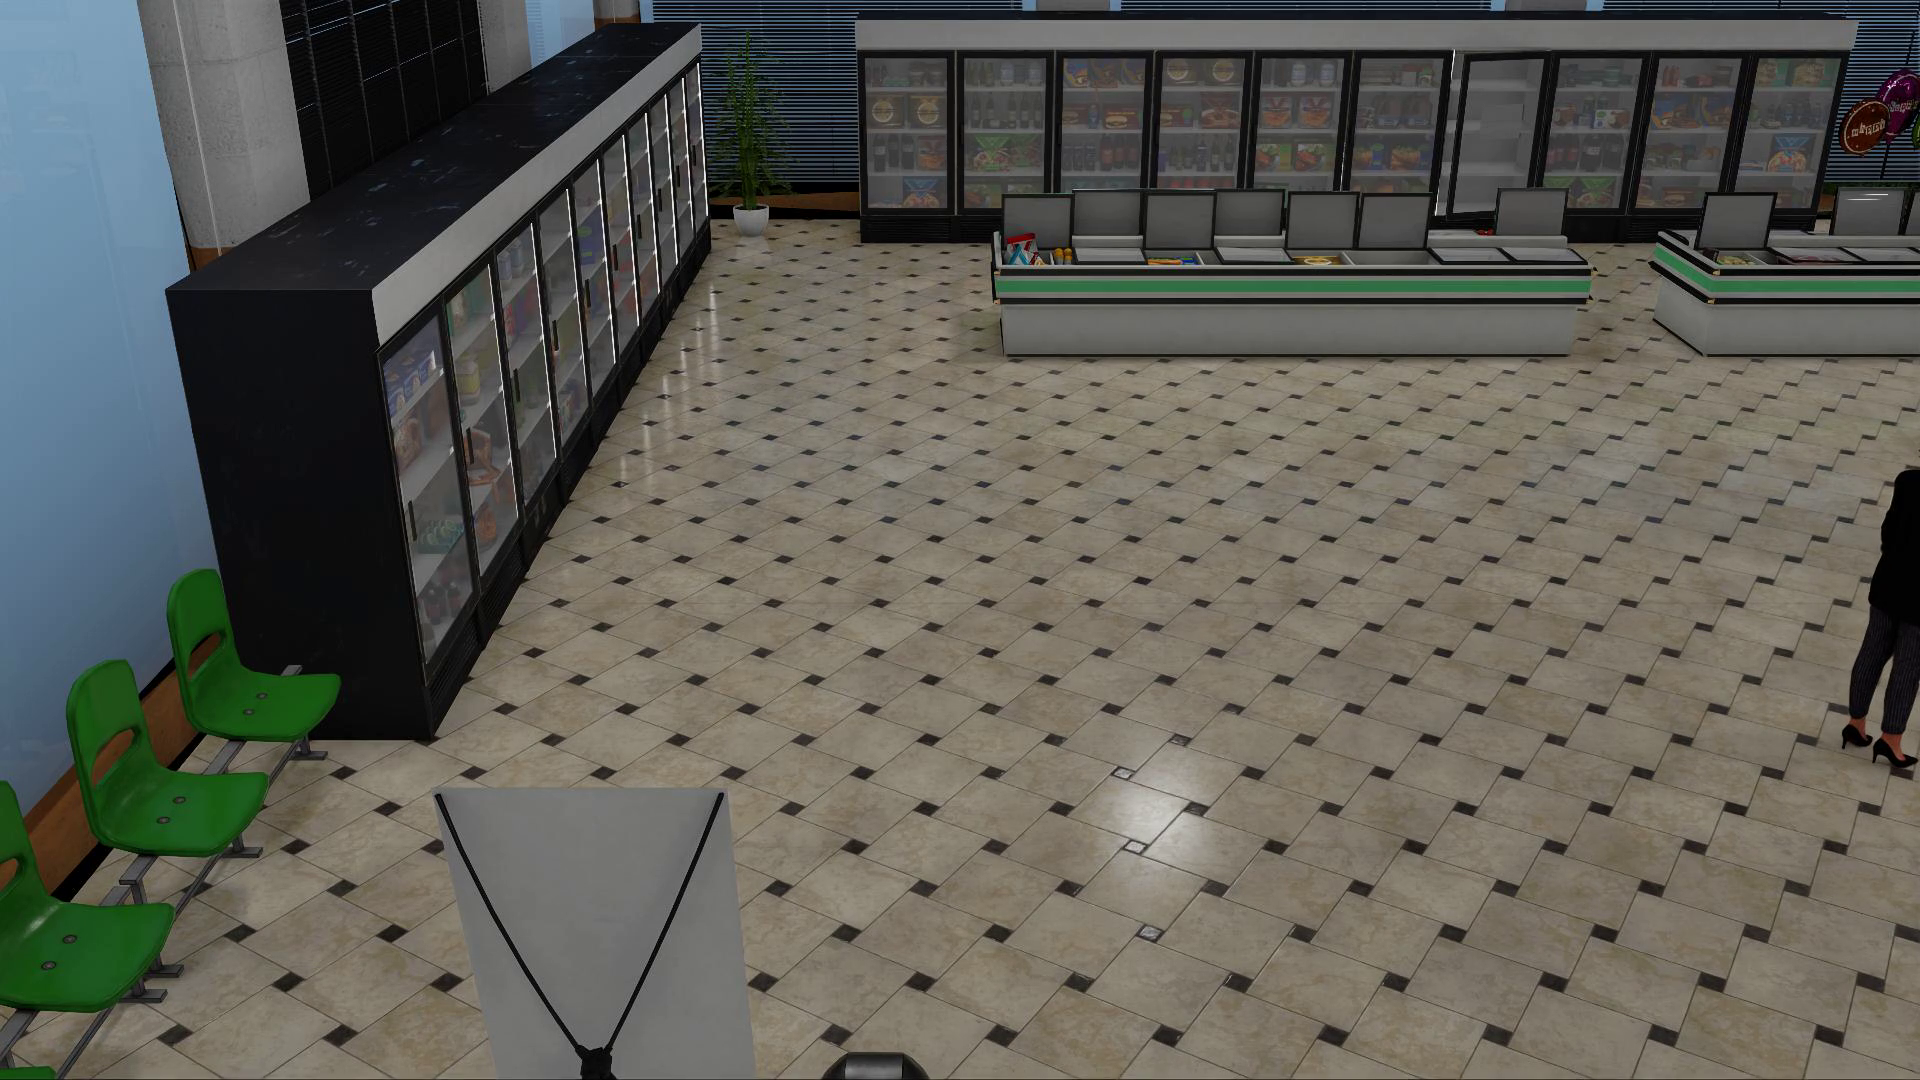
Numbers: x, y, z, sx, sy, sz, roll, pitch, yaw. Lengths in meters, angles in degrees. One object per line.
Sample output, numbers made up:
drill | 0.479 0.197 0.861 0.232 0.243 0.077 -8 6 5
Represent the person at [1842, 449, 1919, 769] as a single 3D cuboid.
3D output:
person | 4.489 0.256 7.838 0.688 1.716 0.713 -8 25 -18
